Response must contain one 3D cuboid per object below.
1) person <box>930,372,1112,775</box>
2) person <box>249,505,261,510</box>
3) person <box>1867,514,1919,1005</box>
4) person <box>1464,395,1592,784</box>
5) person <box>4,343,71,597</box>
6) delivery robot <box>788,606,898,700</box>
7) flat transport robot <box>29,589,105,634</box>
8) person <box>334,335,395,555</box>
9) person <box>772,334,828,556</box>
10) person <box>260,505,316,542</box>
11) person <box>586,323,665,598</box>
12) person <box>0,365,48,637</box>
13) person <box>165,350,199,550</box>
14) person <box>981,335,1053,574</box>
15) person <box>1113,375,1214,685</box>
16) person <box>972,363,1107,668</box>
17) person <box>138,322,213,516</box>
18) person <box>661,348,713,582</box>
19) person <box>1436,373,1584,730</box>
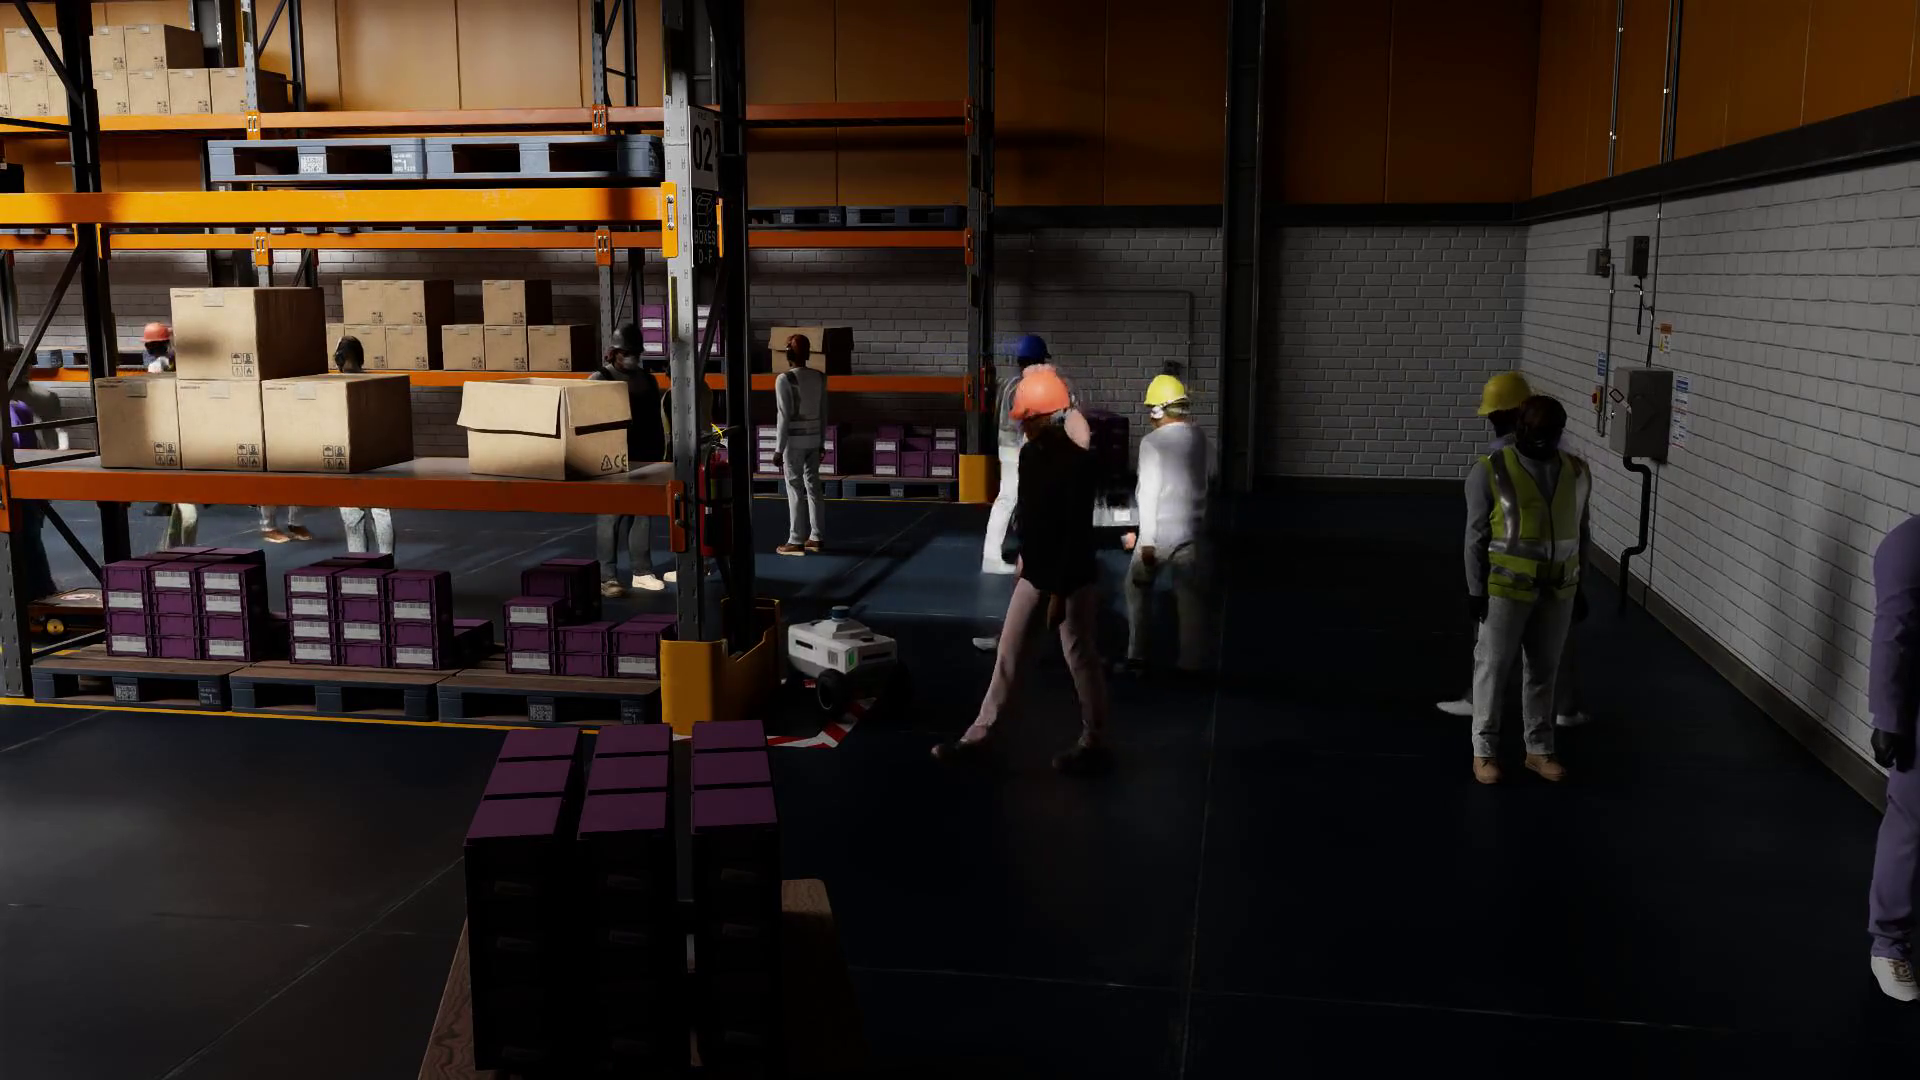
[{"bbox_3d":[0.343,0.192,7.798,1.010,1.937,0.630,-5,11,-30],"label":"person"},{"bbox_3d":[-7.131,-1.226,16.936,0.404,1.832,0.594,-1,9,-3],"label":"person"},{"bbox_3d":[3.332,0.584,5.482,0.654,1.904,0.406,-1,9,-5],"label":"person"},{"bbox_3d":[2.688,0.236,7.856,0.623,1.839,0.429,-1,9,-8],"label":"person"},{"bbox_3d":[-6.866,-0.495,12.219,0.926,1.900,0.643,5,10,29],"label":"person"},{"bbox_3d":[-0.657,0.608,9.217,0.477,0.478,0.707,-7,11,-36],"label":"delivery robot"},{"bbox_3d":[-5.575,0.483,11.164,1.431,0.197,0.652,1,9,8],"label":"flat transport robot"},{"bbox_3d":[-4.530,-0.569,12.532,0.355,1.936,0.635,5,11,30],"label":"person"},{"bbox_3d":[-1.363,-0.809,14.189,0.341,1.882,0.587,7,12,39],"label":"person"},{"bbox_3d":[-6.013,-0.888,14.732,0.618,1.862,0.580,5,10,29],"label":"person"},{"bbox_3d":[-2.448,-0.601,12.414,0.535,2.000,0.685,7,12,39],"label":"person"},{"bbox_3d":[-6.300,-0.280,11.063,0.379,1.836,0.561,-1,9,-7],"label":"person"},{"bbox_3d":[-5.831,-0.530,12.593,0.761,1.837,0.539,3,10,18],"label":"person"},{"bbox_3d":[0.600,-0.662,13.204,0.945,1.900,0.650,1,9,9],"label":"person"},{"bbox_3d":[1.191,-0.062,9.793,0.603,1.803,0.673,-7,11,-36],"label":"person"},{"bbox_3d":[0.503,-0.148,10.174,0.949,1.848,0.694,6,11,35],"label":"person"},{"bbox_3d":[-7.748,-1.179,16.376,0.638,1.922,0.567,1,9,4],"label":"person"},{"bbox_3d":[-2.155,-0.596,13.002,0.429,1.841,0.634,2,9,12],"label":"person"},{"bbox_3d":[2.988,0.062,8.823,0.654,1.877,0.651,-6,11,-32],"label":"person"}]
